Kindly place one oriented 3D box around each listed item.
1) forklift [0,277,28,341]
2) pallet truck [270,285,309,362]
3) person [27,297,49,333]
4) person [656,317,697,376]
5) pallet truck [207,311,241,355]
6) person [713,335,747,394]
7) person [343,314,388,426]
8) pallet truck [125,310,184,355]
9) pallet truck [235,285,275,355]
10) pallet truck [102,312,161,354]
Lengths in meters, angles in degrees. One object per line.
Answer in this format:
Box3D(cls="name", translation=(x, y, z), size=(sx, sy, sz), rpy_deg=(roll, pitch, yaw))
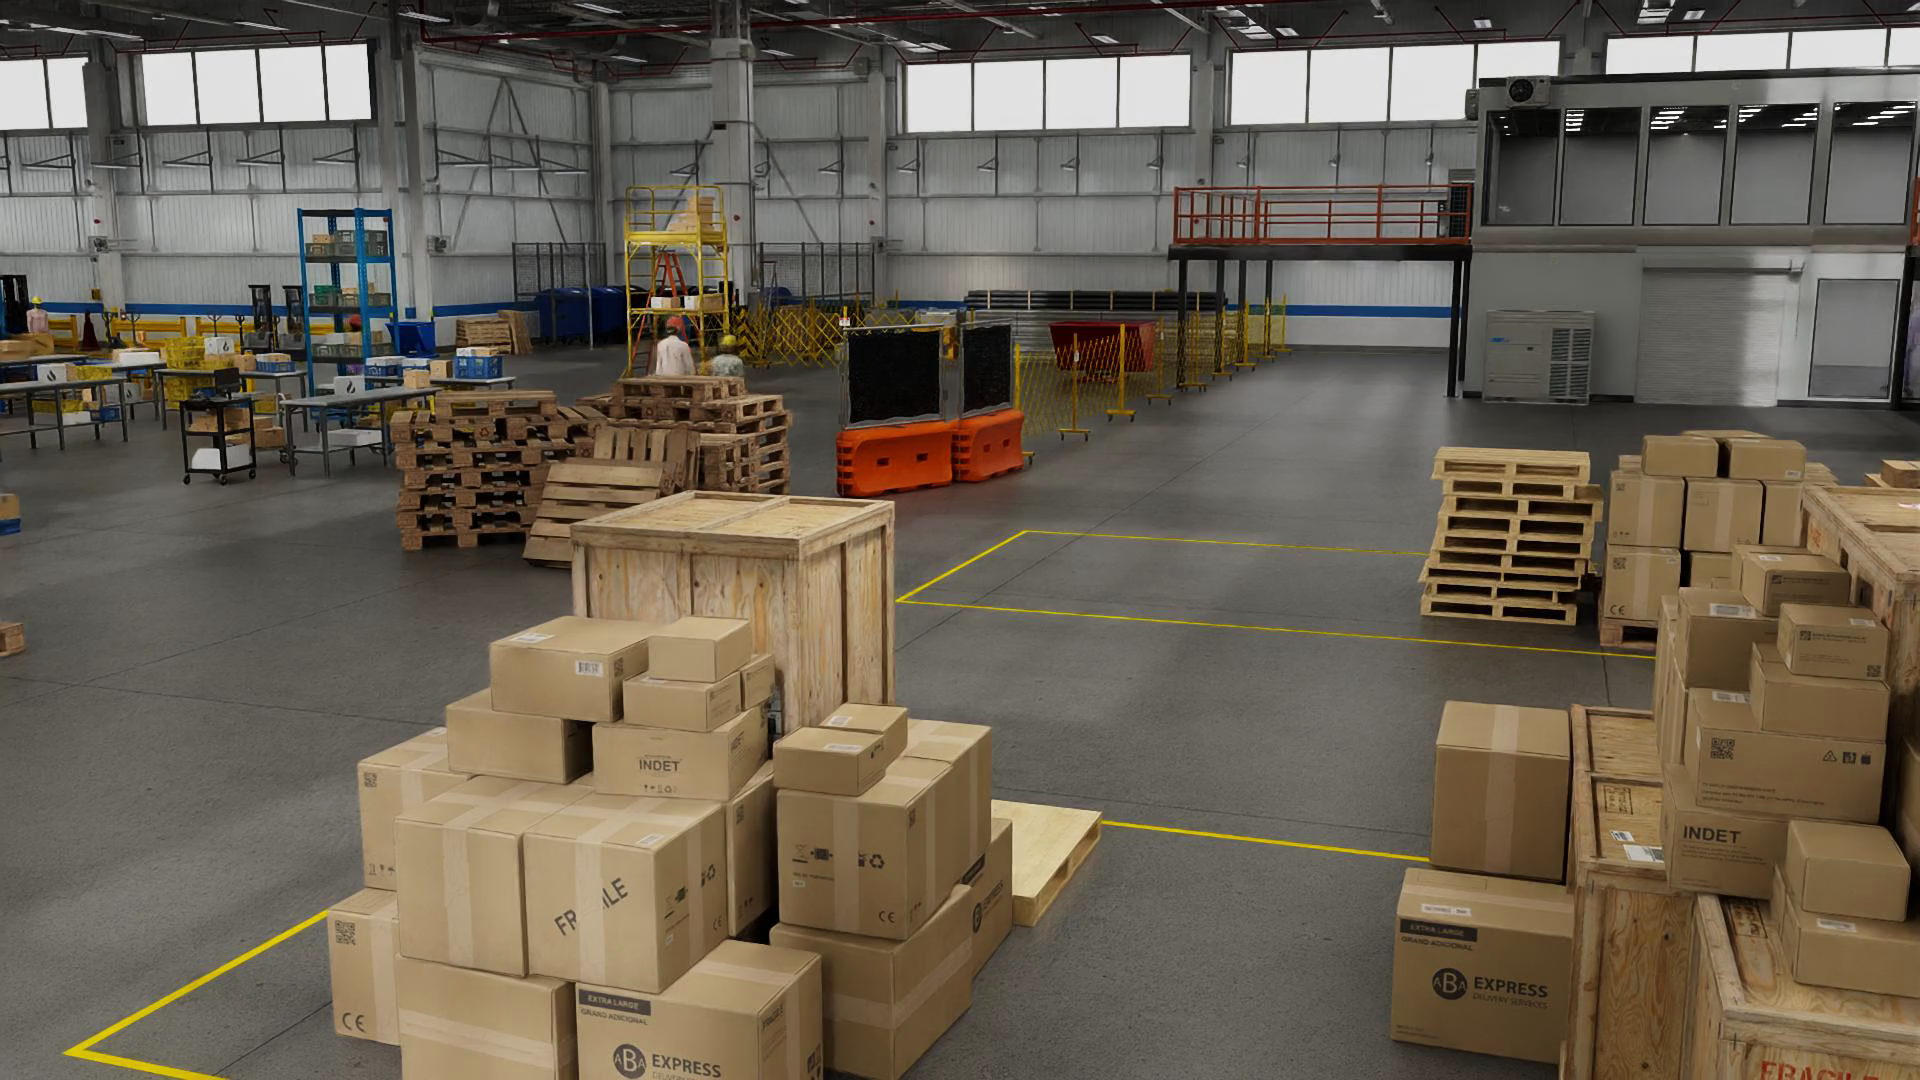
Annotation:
Box3D(cls="forklift", translation=(-27.151, -6.329, 46.328), size=(1.157, 1.987, 2.680), rpy_deg=(3, 11, 17))
Box3D(cls="pallet truck", translation=(-17.147, -5.700, 43.663), size=(0.823, 1.965, 1.885), rpy_deg=(3, 11, 17))
Box3D(cls="person", translation=(-22.675, -5.106, 40.971), size=(0.325, 1.767, 0.533), rpy_deg=(6, 12, 29))
Box3D(cls="person", translation=(-4.297, -2.429, 25.396), size=(0.616, 1.939, 1.024), rpy_deg=(7, 12, 36))
Box3D(cls="pallet truck", translation=(-19.537, -5.575, 44.913), size=(0.653, 1.274, 1.630), rpy_deg=(3, 11, 19))
Box3D(cls="person", translation=(-3.358, -2.135, 24.343), size=(0.505, 1.724, 0.519), rpy_deg=(4, 11, 20))
Box3D(cls="person", translation=(-10.023, -2.833, 27.813), size=(1.001, 1.883, 0.553), rpy_deg=(5, 11, 27))
Box3D(cls="pallet truck", translation=(-22.038, -5.665, 45.457), size=(0.704, 1.261, 1.522), rpy_deg=(3, 11, 17))
Box3D(cls="pallet truck", translation=(-18.327, -5.835, 44.421), size=(0.823, 1.965, 1.885), rpy_deg=(4, 11, 23))
Box3D(cls="pallet truck", translation=(-23.057, -5.777, 46.261), size=(0.680, 1.201, 1.601), rpy_deg=(3, 11, 19))
